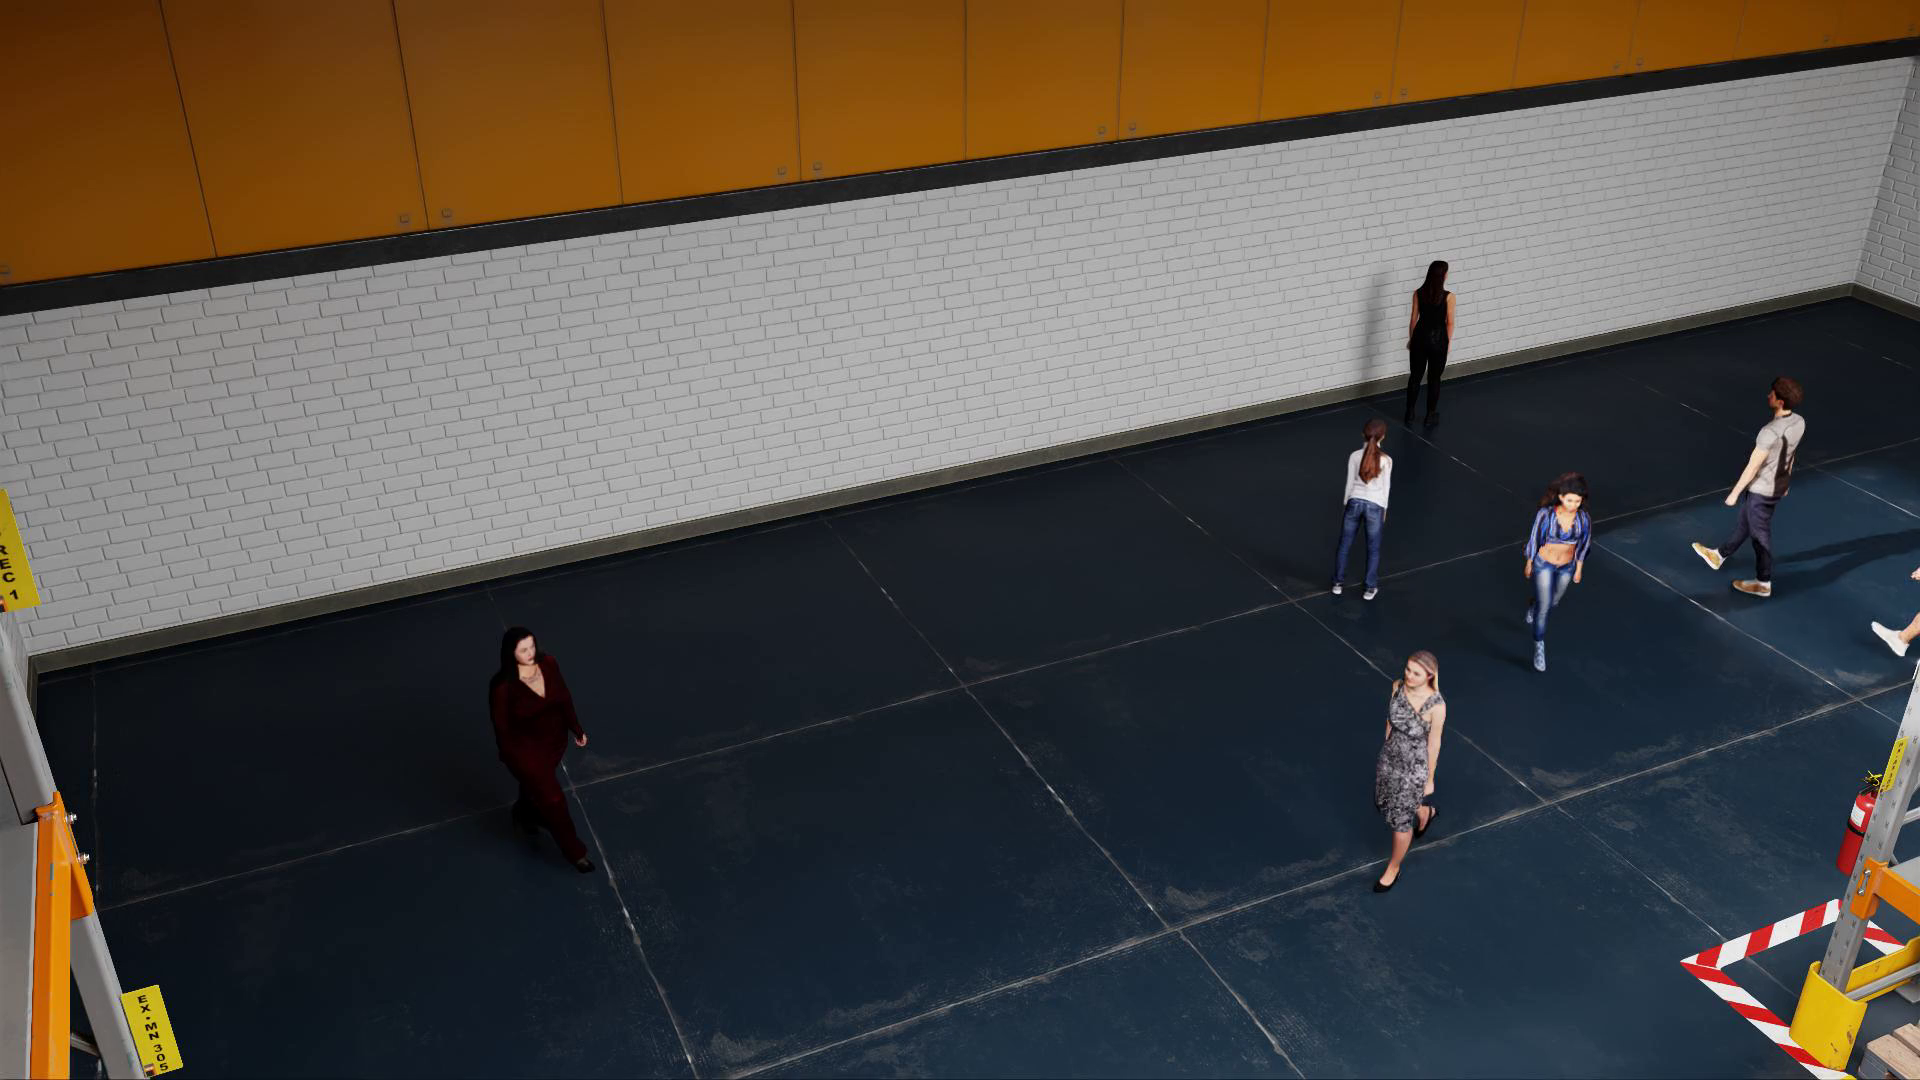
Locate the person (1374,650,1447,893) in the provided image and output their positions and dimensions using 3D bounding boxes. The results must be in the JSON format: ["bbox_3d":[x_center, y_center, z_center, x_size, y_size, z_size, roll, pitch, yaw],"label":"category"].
[{"bbox_3d":[2.858,1.391,10.359,0.726,1.688,0.865,-19,34,-30],"label":"person"}]

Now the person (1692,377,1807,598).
[{"bbox_3d":[6.582,-0.389,13.436,0.850,1.867,1.082,-21,35,-34],"label":"person"}]

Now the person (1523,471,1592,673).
[{"bbox_3d":[4.508,0.175,12.682,0.942,1.599,1.098,4,29,6],"label":"person"}]

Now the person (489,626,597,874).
[{"bbox_3d":[-2.753,1.281,10.544,1.182,1.705,1.026,17,33,28],"label":"person"}]

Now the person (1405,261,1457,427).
[{"bbox_3d":[4.646,-1.948,16.481,0.671,1.687,0.749,14,32,24],"label":"person"}]

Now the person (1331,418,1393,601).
[{"bbox_3d":[3.288,-0.260,13.526,0.615,1.553,0.677,11,30,19],"label":"person"}]
